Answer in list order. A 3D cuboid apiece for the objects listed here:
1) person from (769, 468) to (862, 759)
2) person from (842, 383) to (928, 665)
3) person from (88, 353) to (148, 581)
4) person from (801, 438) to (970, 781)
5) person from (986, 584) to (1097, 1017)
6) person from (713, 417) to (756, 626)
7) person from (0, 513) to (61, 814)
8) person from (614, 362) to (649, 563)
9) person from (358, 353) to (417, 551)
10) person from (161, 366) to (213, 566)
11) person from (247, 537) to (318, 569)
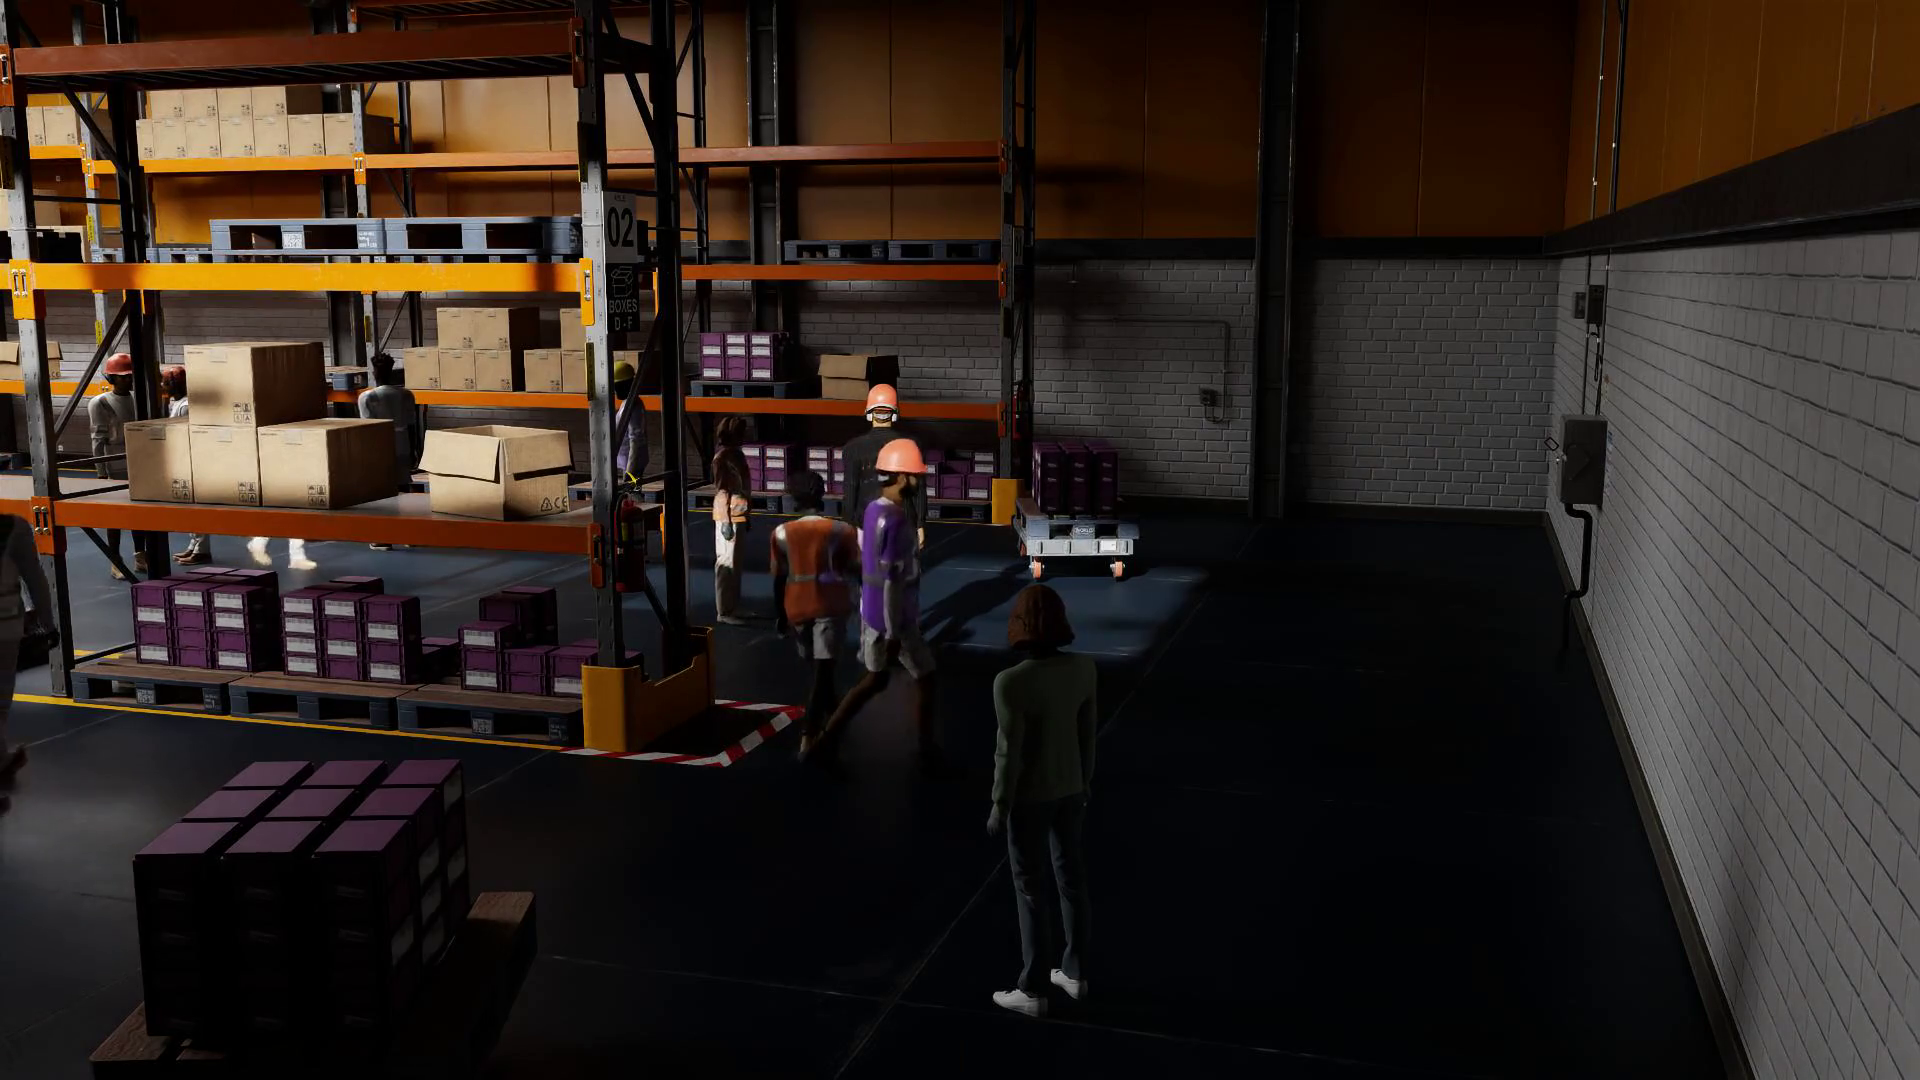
[{"bbox_3d":[-0.808,0.417,9.607,0.589,1.649,0.880,3,10,19],"label":"person"},{"bbox_3d":[-0.533,-0.104,11.747,0.611,1.996,0.378,-2,9,-10],"label":"person"},{"bbox_3d":[-7.500,-0.664,15.019,0.380,2.041,0.616,4,10,26],"label":"person"},{"bbox_3d":[-0.420,0.397,8.998,0.887,1.906,0.548,-3,10,-18],"label":"person"},{"bbox_3d":[0.307,0.974,6.280,0.507,1.631,0.278,-8,12,-40],"label":"person"},{"bbox_3d":[-1.797,-0.153,13.140,0.311,1.635,0.530,2,9,10],"label":"person"},{"bbox_3d":[-5.056,0.475,8.701,0.579,1.837,0.941,-1,9,-6],"label":"person"},{"bbox_3d":[-3.143,-0.731,15.800,0.373,1.920,0.585,-2,10,-14],"label":"person"},{"bbox_3d":[-5.696,-0.879,16.558,0.361,1.963,0.613,8,12,39],"label":"person"},{"bbox_3d":[-7.310,-0.703,15.729,0.349,1.885,0.577,-5,11,-29],"label":"person"},{"bbox_3d":[-6.234,-0.613,15.428,0.585,1.817,0.649,3,10,16],"label":"person"}]
